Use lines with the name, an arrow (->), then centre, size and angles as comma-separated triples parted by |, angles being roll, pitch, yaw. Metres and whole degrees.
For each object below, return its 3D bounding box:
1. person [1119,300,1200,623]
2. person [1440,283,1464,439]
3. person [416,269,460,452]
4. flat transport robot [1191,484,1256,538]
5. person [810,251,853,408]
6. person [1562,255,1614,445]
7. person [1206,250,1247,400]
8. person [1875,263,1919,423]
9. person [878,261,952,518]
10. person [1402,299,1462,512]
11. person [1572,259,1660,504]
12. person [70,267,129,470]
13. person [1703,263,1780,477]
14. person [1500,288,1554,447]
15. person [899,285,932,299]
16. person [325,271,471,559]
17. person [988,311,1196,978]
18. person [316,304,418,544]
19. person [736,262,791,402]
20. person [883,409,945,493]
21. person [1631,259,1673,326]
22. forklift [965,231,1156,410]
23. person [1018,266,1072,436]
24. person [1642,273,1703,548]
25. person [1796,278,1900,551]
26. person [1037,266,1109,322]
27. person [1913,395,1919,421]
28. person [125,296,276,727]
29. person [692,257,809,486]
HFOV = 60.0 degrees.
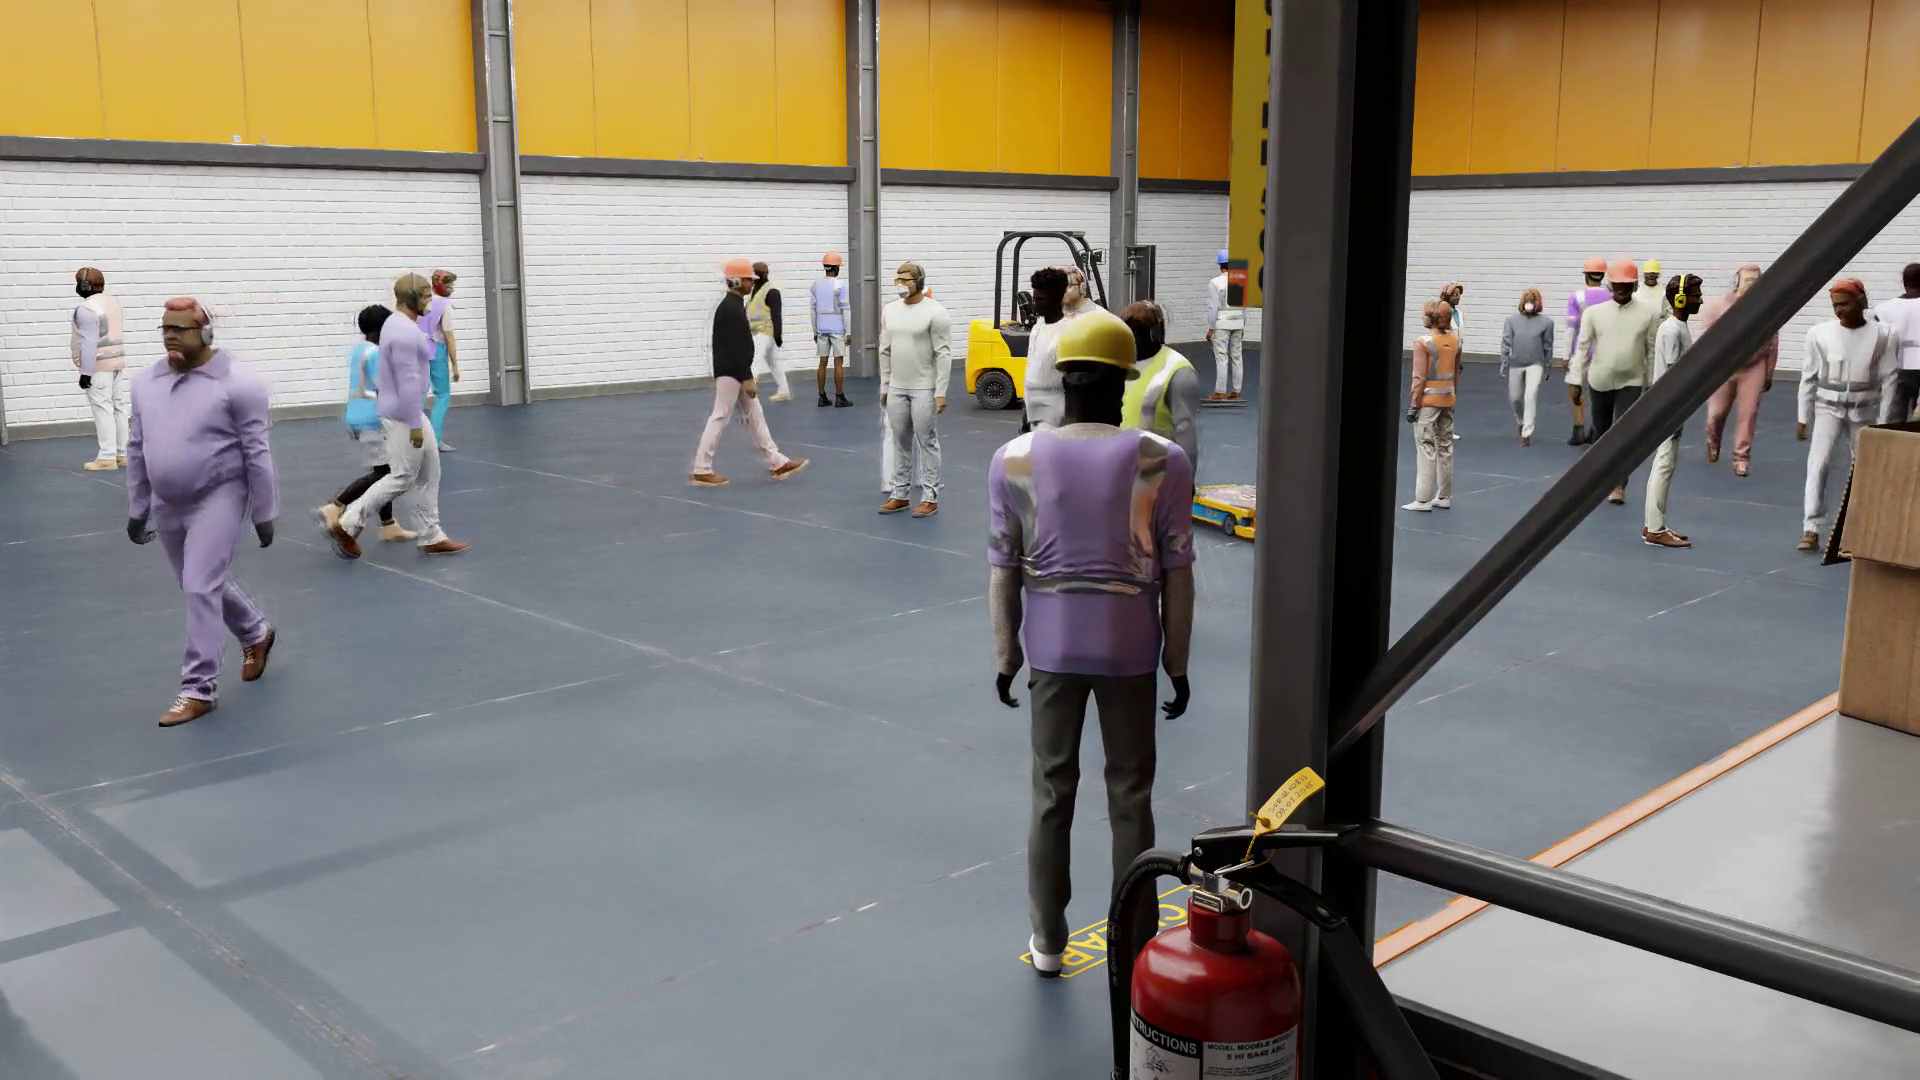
person -> 0.927, -0.371, 8.860 | 0.975, 1.787, 0.643 | -7, 13, -35
person -> 5.065, -1.852, 17.333 | 0.514, 1.642, 0.314 | -9, 13, -39
person -> -5.222, -1.737, 16.272 | 0.651, 1.804, 0.572 | 7, 12, 33
flat transport robot -> 2.084, -0.229, 12.223 | 0.652, 0.197, 1.431 | -4, 11, -22
person -> -1.585, -2.614, 20.680 | 0.551, 1.936, 0.356 | 5, 12, 27
person -> 6.409, -1.918, 16.914 | 0.557, 1.940, 0.407 | 0, 10, 1
person -> 3.413, -2.739, 21.345 | 0.605, 1.944, 0.402 | -6, 12, -30
person -> 8.375, -1.480, 14.653 | 0.612, 1.875, 0.914 | 7, 12, 32
person -> -0.351, -1.140, 12.638 | 0.629, 1.940, 0.379 | 8, 13, 36
person -> 3.662, -1.034, 12.867 | 0.523, 1.642, 0.306 | -8, 13, -36
person -> 5.287, -1.287, 13.450 | 0.647, 1.939, 1.045 | 4, 11, 20
person -> -7.869, -1.560, 15.196 | 0.430, 1.845, 0.619 | 0, 10, -1
person -> 6.999, -1.541, 14.961 | 0.654, 1.888, 0.711 | 3, 11, 18
person -> 5.825, -1.786, 17.063 | 0.501, 1.609, 0.717 | 6, 12, 29
person -> -0.652, -3.224, 24.682 | 0.532, 1.694, 0.320 | 4, 11, 20
person -> -3.713, -0.789, 10.854 | 0.828, 1.909, 0.663 | -4, 11, -19
person -> 0.376, 0.315, 4.759 | 0.584, 1.919, 0.382 | 2, 11, 12
person -> -4.103, -0.778, 11.392 | 0.613, 1.661, 0.590 | -6, 12, -32
person -> -2.583, -2.634, 21.189 | 0.989, 1.780, 0.641 | -5, 12, -26
person -> -0.402, -1.198, 13.861 | 0.513, 1.611, 0.667 | 8, 13, 37
person -> 8.939, -2.730, 21.630 | 0.590, 1.826, 0.403 | 3, 11, 14
forklift -> 1.222, -2.721, 20.561 | 2.313, 2.155, 1.214 | 2, 11, 13
person -> 0.630, -0.829, 10.963 | 0.856, 1.939, 0.613 | -4, 11, -21
person -> 4.928, -0.890, 11.461 | 0.328, 1.872, 0.509 | 4, 11, 19
person -> 5.944, -0.822, 11.186 | 0.589, 1.852, 0.685 | 5, 12, 27
person -> 0.822, -1.075, 12.374 | 0.649, 1.906, 0.401 | 5, 12, 26
person -> 7.486, -1.010, 12.547 | 0.640, 1.720, 0.361 | -4, 11, -22
person -> -3.429, -0.176, 7.569 | 0.645, 1.876, 0.931 | 3, 11, 13
person -> -1.838, -1.424, 14.179 | 1.028, 1.935, 0.650 | -1, 10, -5
